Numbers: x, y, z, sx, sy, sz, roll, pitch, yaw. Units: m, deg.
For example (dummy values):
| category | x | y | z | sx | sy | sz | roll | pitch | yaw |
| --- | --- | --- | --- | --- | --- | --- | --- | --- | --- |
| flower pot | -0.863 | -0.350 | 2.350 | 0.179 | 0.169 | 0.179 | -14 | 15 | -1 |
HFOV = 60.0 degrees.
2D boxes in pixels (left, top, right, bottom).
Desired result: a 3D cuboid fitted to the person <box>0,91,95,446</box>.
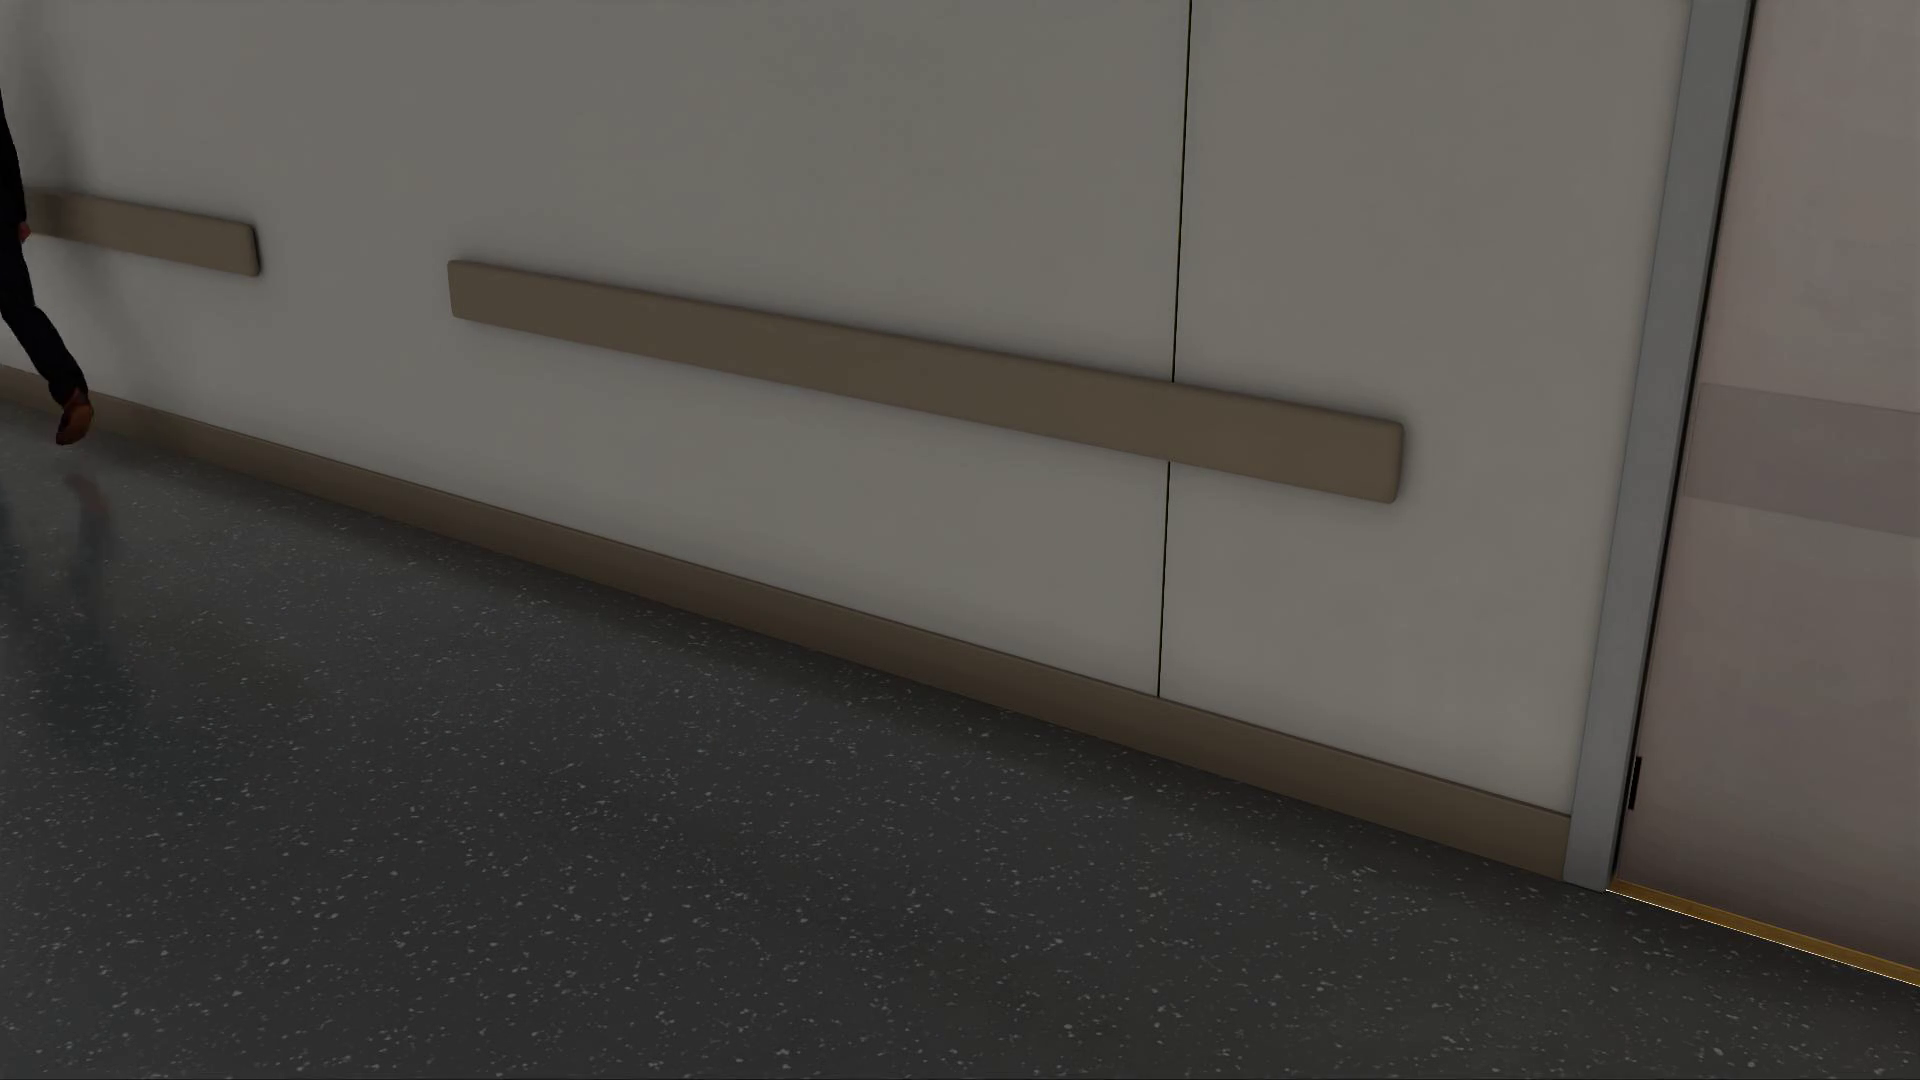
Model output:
| category | x | y | z | sx | sy | sz | roll | pitch | yaw |
| --- | --- | --- | --- | --- | --- | --- | --- | --- | --- |
| person | -3.781 | -1.212 | 6.391 | 0.712 | 1.832 | 1.133 | 13 | 24 | 31 |
